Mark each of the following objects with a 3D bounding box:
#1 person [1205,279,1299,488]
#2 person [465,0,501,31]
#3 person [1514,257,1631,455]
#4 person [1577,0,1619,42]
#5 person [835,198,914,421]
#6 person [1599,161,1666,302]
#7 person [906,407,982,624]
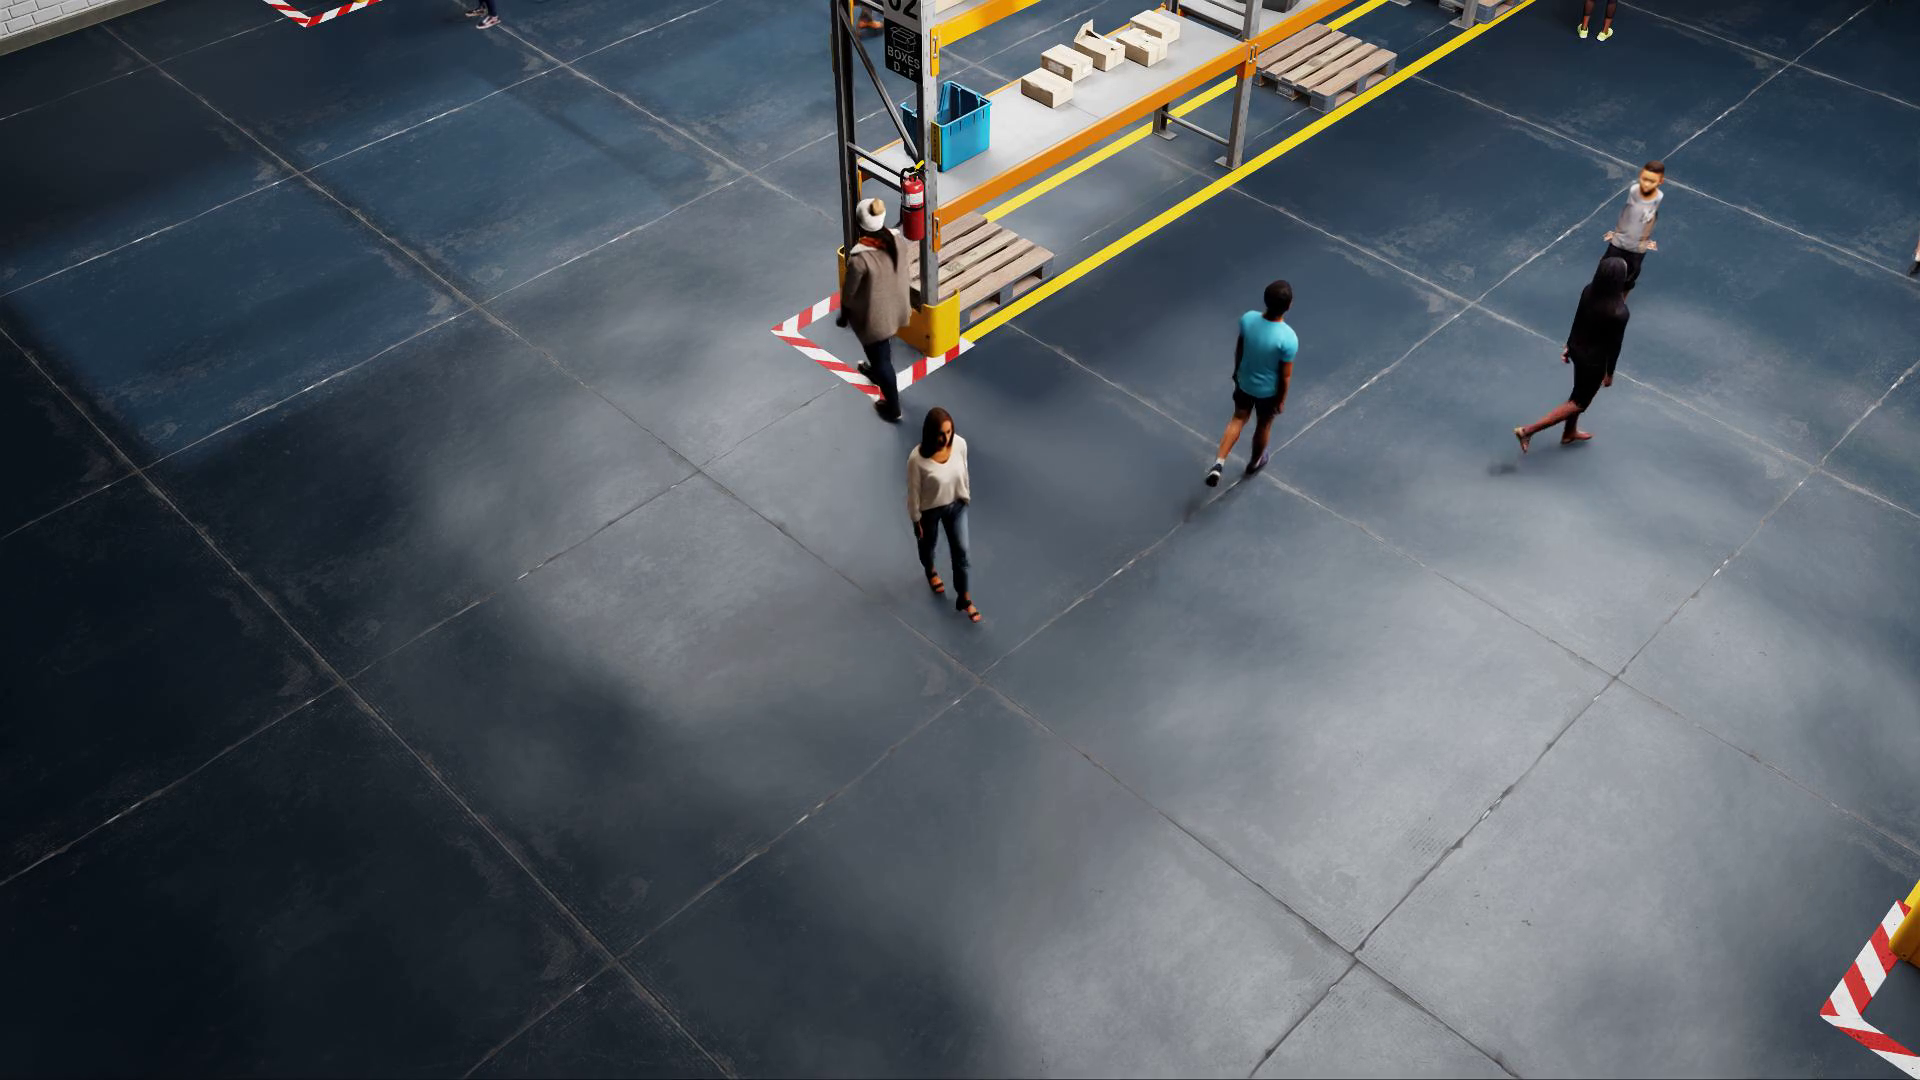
[{"bbox_3d":[2.081,-1.057,11.851,0.703,1.760,0.965,30,51,27],"label":"person"},{"bbox_3d":[-5.107,-6.216,17.302,0.673,1.711,0.699,-23,48,-22],"label":"person"},{"bbox_3d":[4.516,-1.290,12.140,1.100,1.699,0.927,-11,45,-11],"label":"person"},{"bbox_3d":[6.701,-5.991,17.034,0.634,1.754,0.623,16,46,16],"label":"person"},{"bbox_3d":[-0.553,-1.706,12.456,0.759,1.866,0.862,31,52,29],"label":"person"},{"bbox_3d":[5.491,-2.498,13.585,0.636,1.456,0.608,16,46,17],"label":"person"},{"bbox_3d":[-0.175,-0.268,11.095,0.902,1.662,0.879,-18,46,-18],"label":"person"}]
